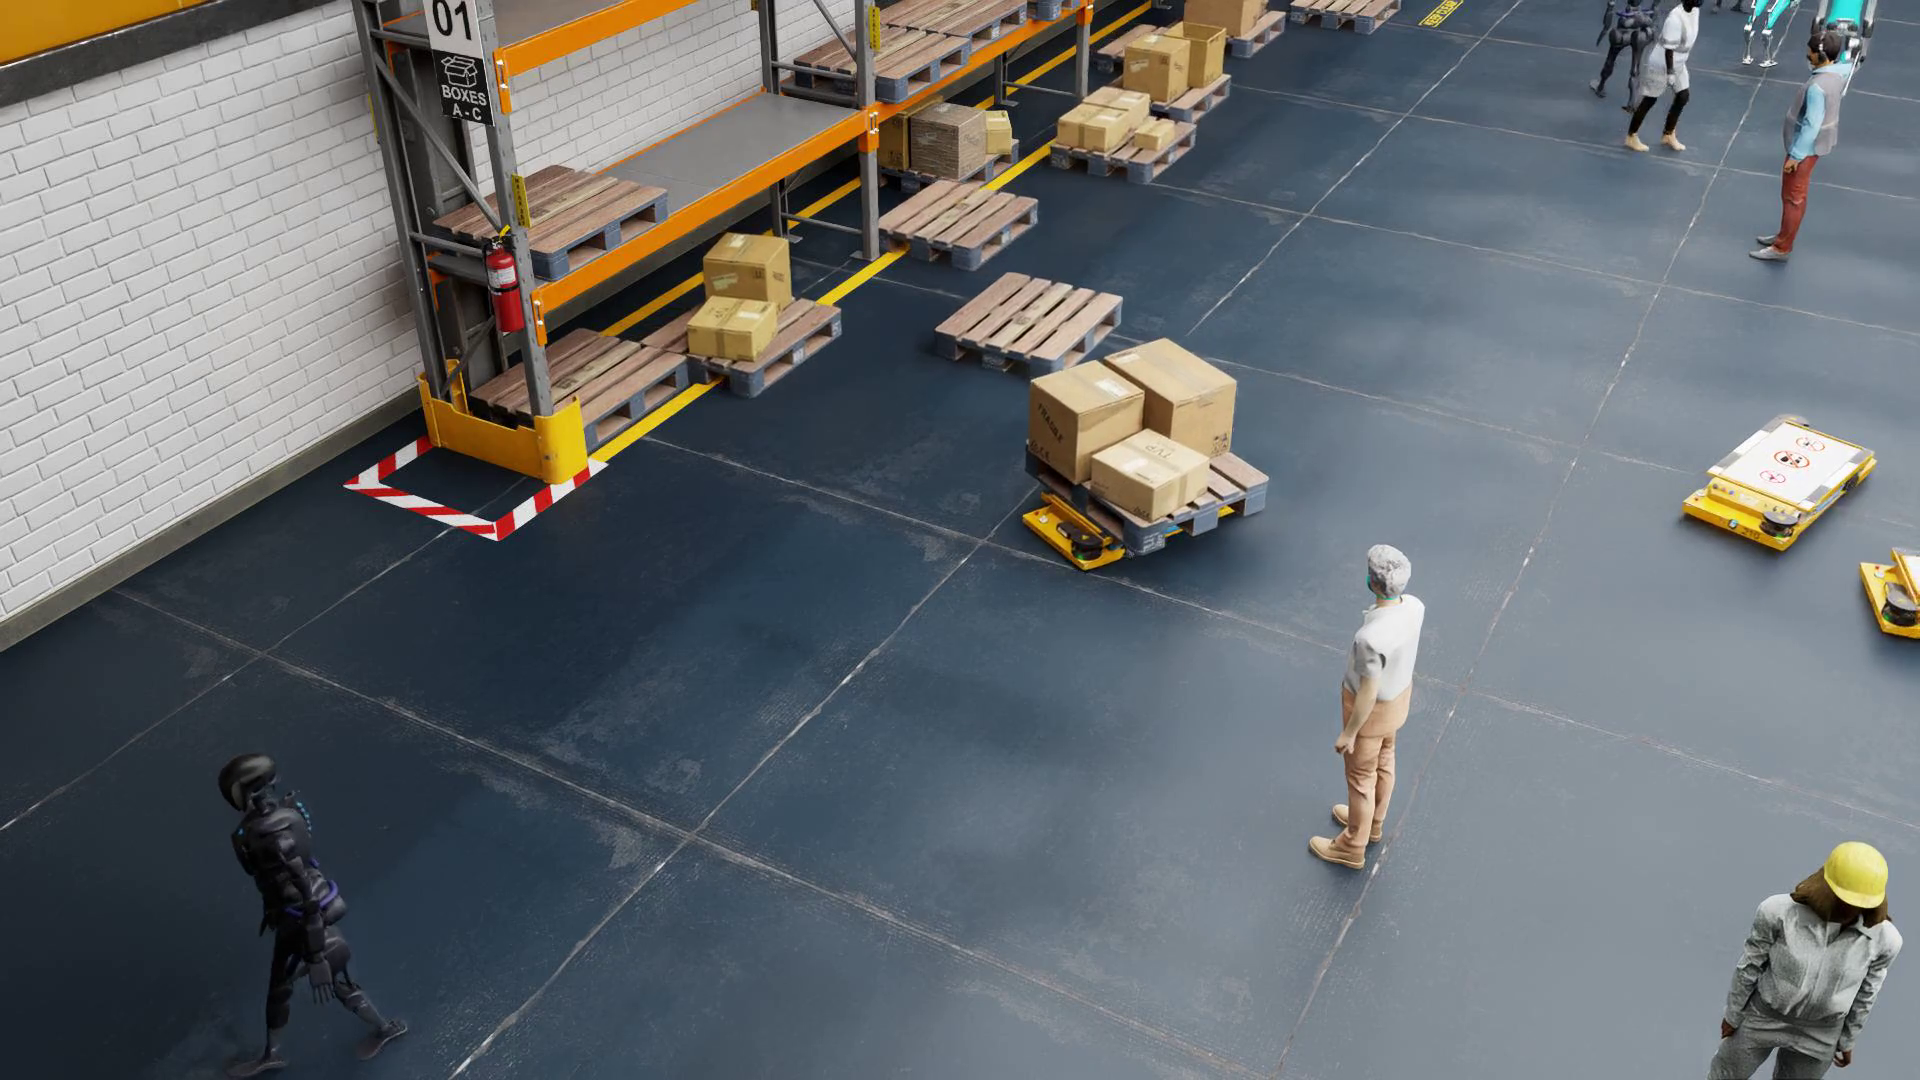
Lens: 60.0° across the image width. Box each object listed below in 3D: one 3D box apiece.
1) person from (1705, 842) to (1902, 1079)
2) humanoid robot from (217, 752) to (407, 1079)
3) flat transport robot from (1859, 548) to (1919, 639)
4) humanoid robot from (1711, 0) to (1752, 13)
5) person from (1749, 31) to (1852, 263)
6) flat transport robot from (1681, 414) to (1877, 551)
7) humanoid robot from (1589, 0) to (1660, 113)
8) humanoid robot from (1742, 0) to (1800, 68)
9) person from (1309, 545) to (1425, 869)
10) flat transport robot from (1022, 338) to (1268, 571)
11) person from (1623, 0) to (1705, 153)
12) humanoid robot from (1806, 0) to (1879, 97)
[{"bbox_3d":[3.059,1.779,6.118,0.485,1.745,0.292,9,34,13],"label":"person"},{"bbox_3d":[-2.657,1.544,6.569,0.670,1.642,0.609,-27,42,-34],"label":"humanoid robot"},{"bbox_3d":[6.026,0.382,9.571,1.431,0.231,0.659,7,34,11],"label":"flat transport robot"},{"bbox_3d":[9.219,-6.978,19.435,0.616,1.638,0.392,-5,34,-8],"label":"humanoid robot"},{"bbox_3d":[6.858,-3.173,13.490,0.414,1.877,0.534,21,39,28],"label":"person"},{"bbox_3d":[5.317,-0.393,10.743,1.431,0.231,0.659,-28,43,-35],"label":"flat transport robot"},{"bbox_3d":[6.749,-5.194,16.764,0.591,1.621,0.780,-4,34,-6],"label":"humanoid robot"},{"bbox_3d":[8.551,-5.811,17.487,0.533,1.677,0.735,28,43,35],"label":"humanoid robot"},{"bbox_3d":[1.885,0.774,7.641,0.326,1.742,0.483,24,40,32],"label":"person"},{"bbox_3d":[1.164,-0.234,10.502,1.431,0.231,0.659,-20,38,-27],"label":"flat transport robot"},{"bbox_3d":[6.702,-4.423,15.563,0.662,1.665,0.587,28,43,35],"label":"person"},{"bbox_3d":[8.235,-4.504,15.666,0.549,1.790,0.894,14,36,20],"label":"humanoid robot"}]
